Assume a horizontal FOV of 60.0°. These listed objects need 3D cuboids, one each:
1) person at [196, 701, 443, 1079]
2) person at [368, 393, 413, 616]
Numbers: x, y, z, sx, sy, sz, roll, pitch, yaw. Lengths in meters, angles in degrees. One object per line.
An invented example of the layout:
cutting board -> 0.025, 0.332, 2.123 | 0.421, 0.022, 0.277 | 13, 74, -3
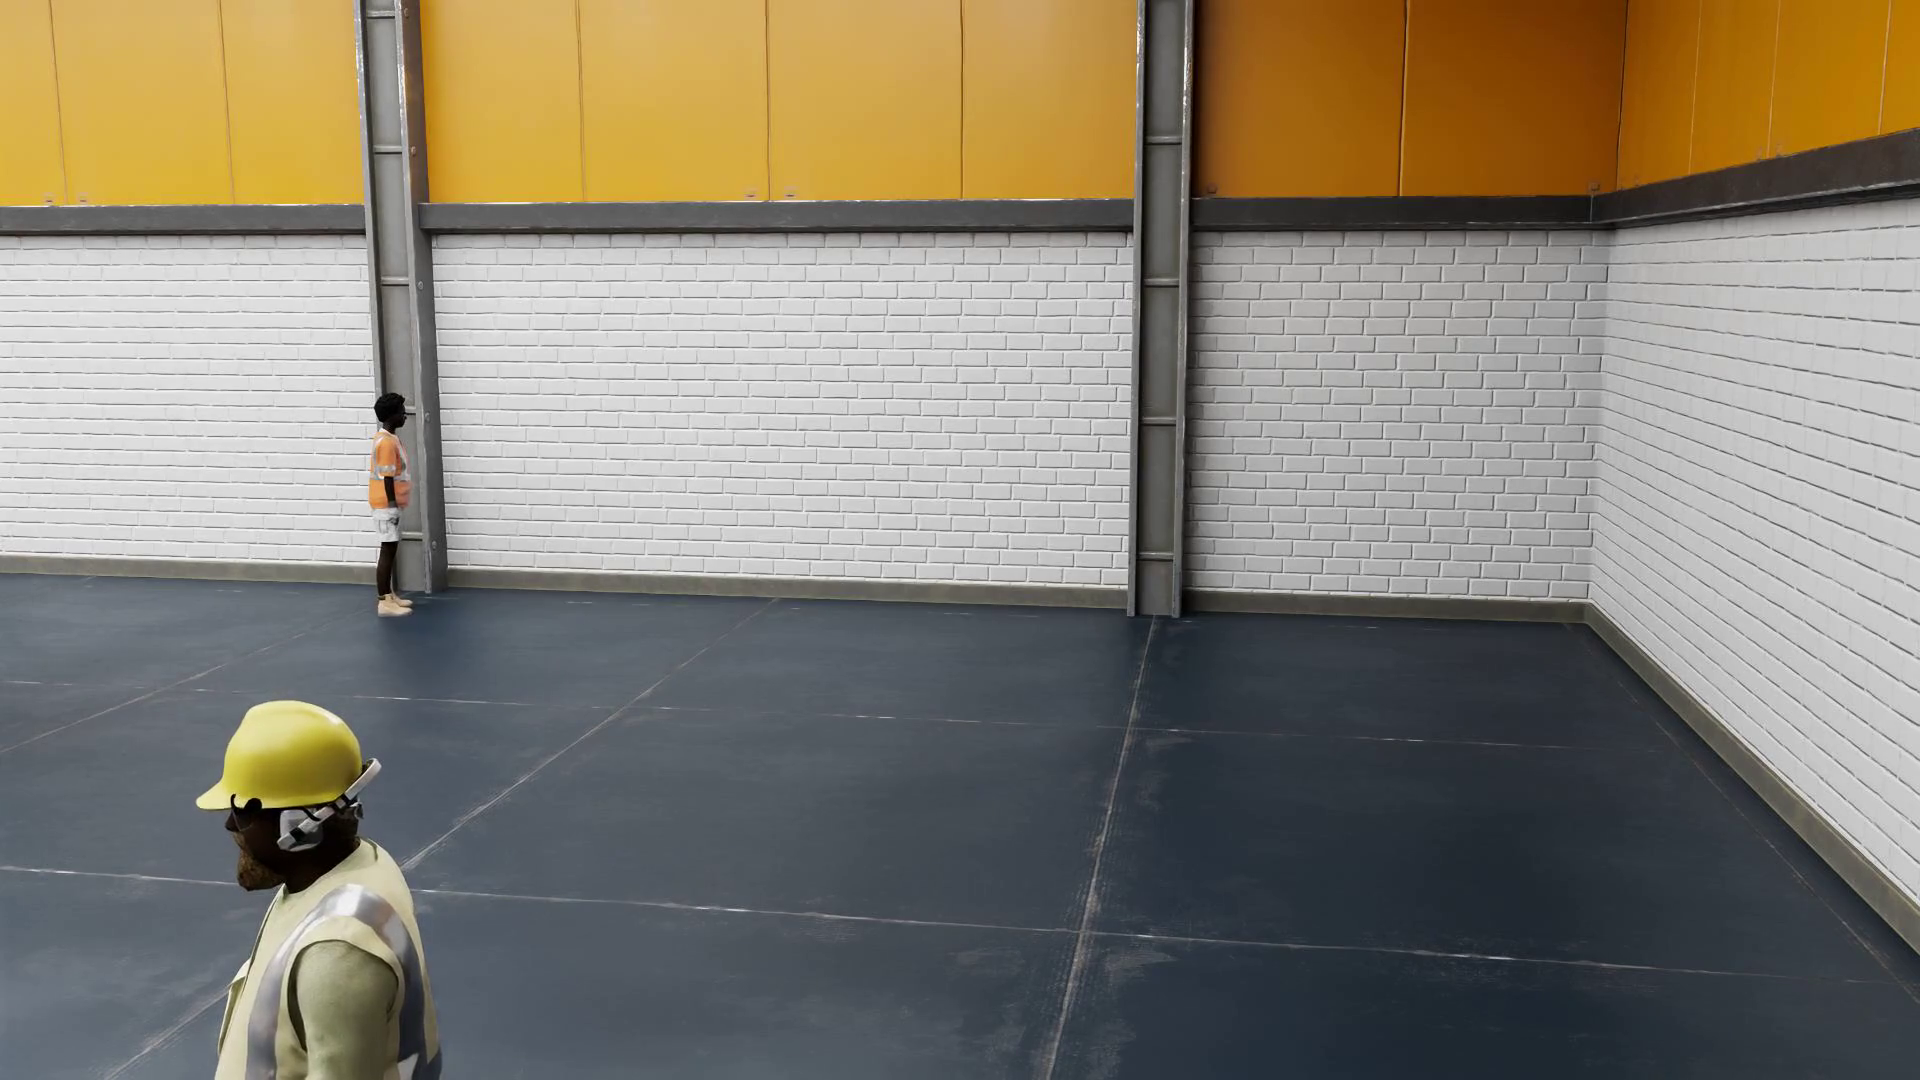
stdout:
person -> -1.184, 1.196, 3.147 | 0.403, 1.826, 0.590 | -4, 10, -22
person -> -4.313, -0.270, 12.600 | 0.319, 1.689, 0.539 | -3, 10, -18
